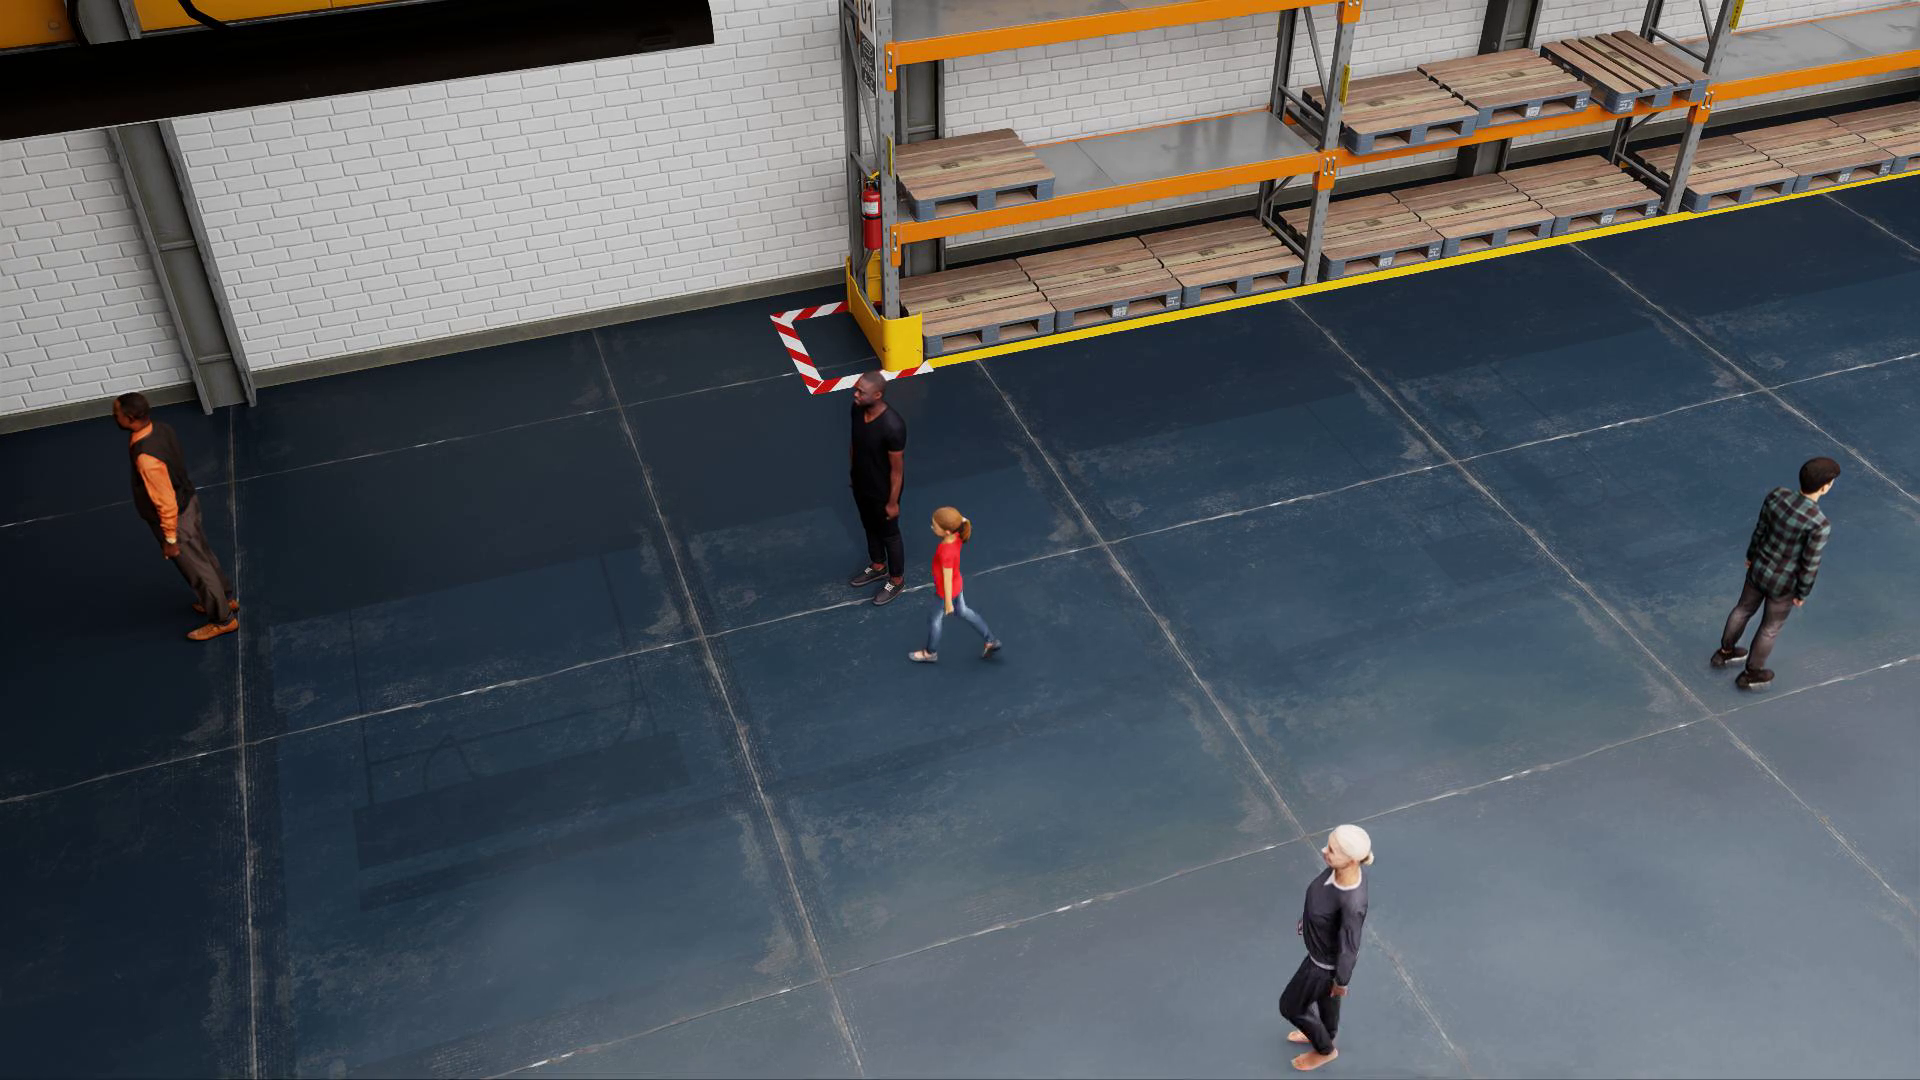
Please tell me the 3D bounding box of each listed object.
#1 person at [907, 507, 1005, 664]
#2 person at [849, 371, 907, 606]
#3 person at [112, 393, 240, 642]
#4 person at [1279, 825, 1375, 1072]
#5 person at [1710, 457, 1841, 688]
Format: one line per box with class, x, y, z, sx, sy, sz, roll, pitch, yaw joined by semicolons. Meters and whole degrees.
person;-0.009;0.308;10.818;0.914;1.296;0.746;7;39;9
person;-0.551;-0.369;11.248;0.667;1.818;0.730;-27;46;-29
person;-5.136;-0.164;10.919;0.632;1.907;0.709;-8;39;-10
person;1.937;2.033;8.322;0.743;1.715;0.720;6;39;8
person;5.209;0.193;10.593;0.550;1.709;0.681;-17;42;-21
